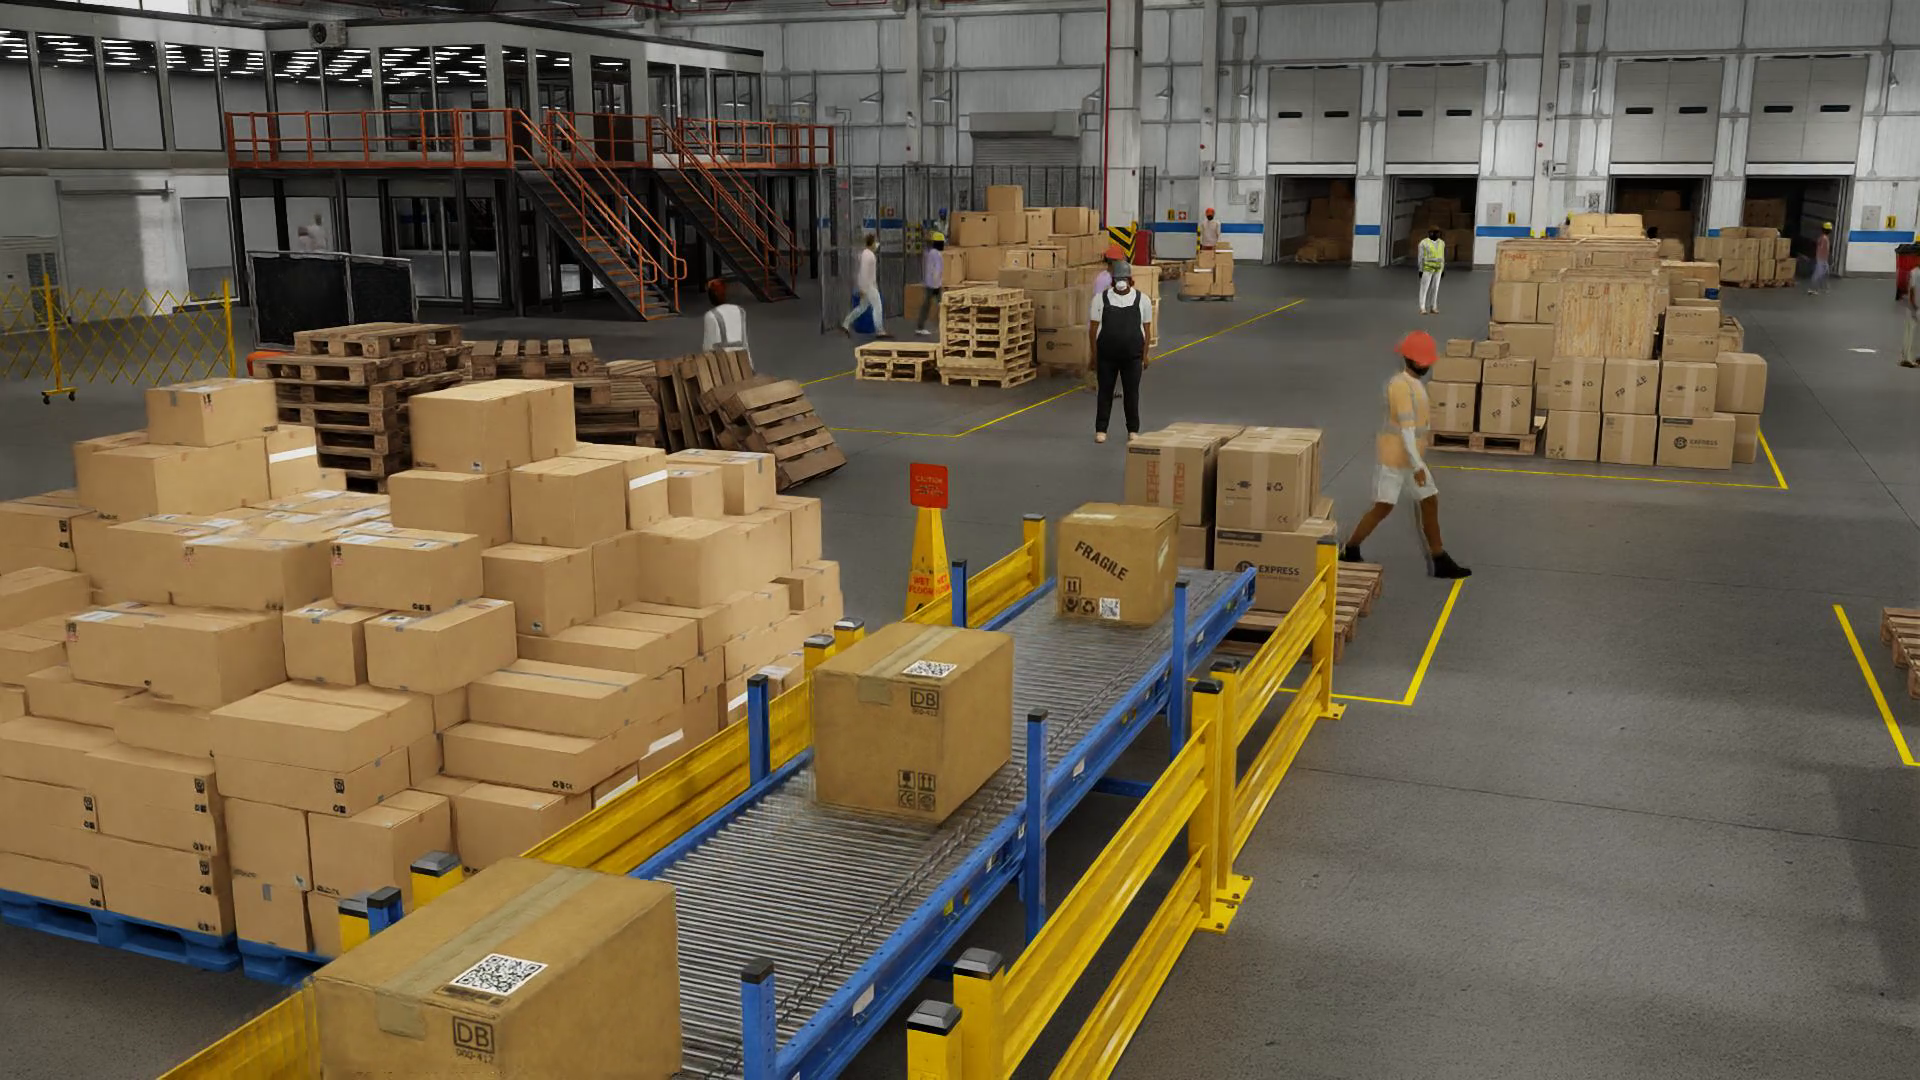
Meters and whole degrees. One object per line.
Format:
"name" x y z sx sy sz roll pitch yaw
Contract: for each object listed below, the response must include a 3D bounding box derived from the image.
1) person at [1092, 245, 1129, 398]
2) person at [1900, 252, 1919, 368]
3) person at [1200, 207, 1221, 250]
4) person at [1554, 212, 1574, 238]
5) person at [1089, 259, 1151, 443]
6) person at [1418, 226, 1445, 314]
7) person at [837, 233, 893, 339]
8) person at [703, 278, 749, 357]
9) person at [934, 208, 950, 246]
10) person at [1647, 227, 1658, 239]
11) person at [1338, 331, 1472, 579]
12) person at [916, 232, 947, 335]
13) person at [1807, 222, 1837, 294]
"person" 2.015 -2.874 21.994 0.416 2.030 0.637 5 14 22
"person" 14.663 -3.517 25.307 0.547 1.842 0.613 -6 14 -24
"person" 6.814 -8.074 45.429 0.611 1.985 0.393 9 16 36
"person" 16.431 -7.986 45.303 0.669 1.859 0.887 7 14 29
"person" 1.776 -2.083 18.428 0.688 2.000 0.538 1 13 2
"person" 9.913 -5.668 34.954 0.633 1.846 0.429 -4 13 -18
"person" -1.717 -4.518 29.683 0.938 1.906 0.625 -1 13 -5
"person" -2.538 -1.863 17.829 0.485 1.866 0.608 9 15 35
"person" -0.463 -8.270 46.411 0.612 1.937 0.409 1 13 3
"person" 16.187 -6.510 39.088 0.323 1.694 0.539 11 16 39
"person" 3.271 -0.611 12.274 0.947 1.876 0.552 8 15 33
"person" -0.386 -4.704 30.549 0.974 1.871 0.613 -5 13 -20
"person" 21.095 -6.841 40.462 0.785 1.739 0.533 5 13 20
